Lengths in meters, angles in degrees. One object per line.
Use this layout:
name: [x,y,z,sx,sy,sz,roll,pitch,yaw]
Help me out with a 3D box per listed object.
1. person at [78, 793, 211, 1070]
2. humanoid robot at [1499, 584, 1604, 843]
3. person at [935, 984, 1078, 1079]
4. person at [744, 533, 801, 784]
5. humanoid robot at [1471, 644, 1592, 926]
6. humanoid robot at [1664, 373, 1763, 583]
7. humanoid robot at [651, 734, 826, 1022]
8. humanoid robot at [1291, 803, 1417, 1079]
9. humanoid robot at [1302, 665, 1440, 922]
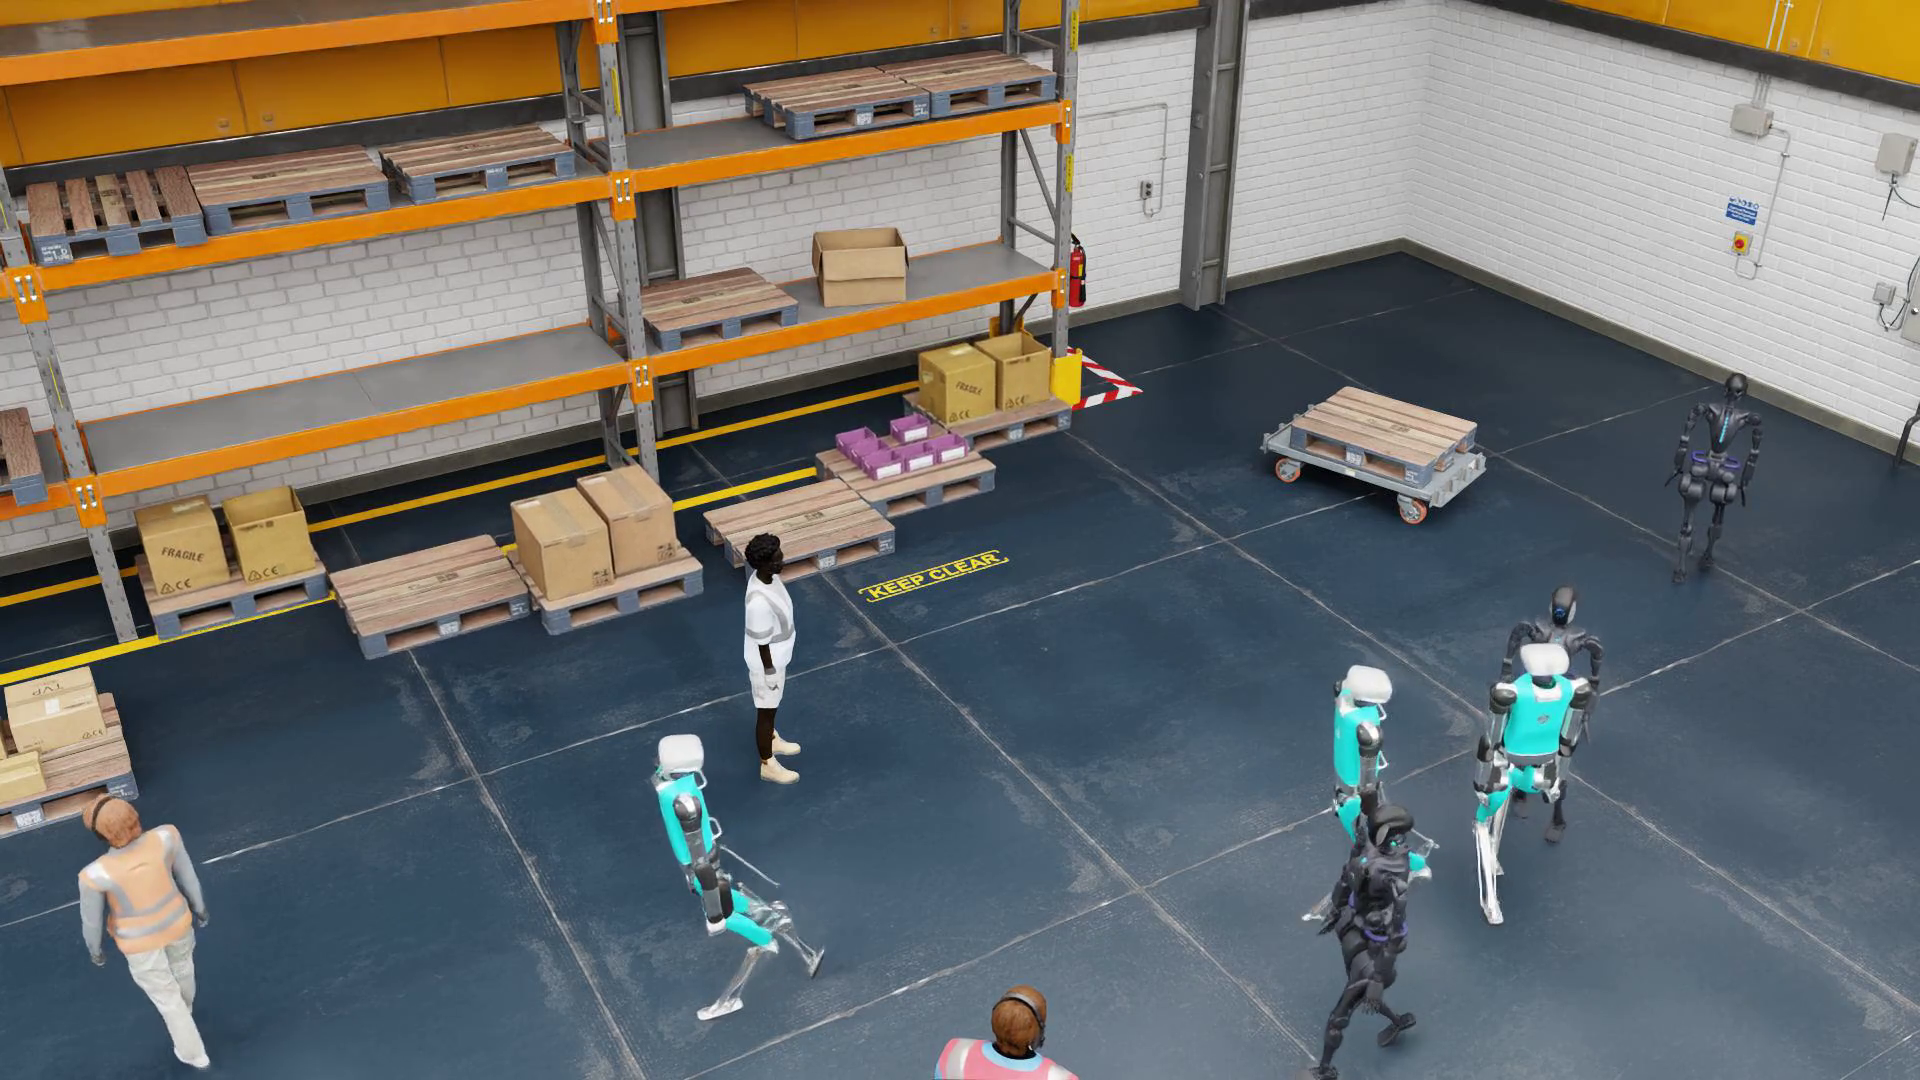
person: [-4.061,1.897,8.232,0.673,1.612,0.542,21,35,32]
humanoid robot: [3.445,0.998,9.793,0.600,1.638,0.552,13,32,22]
person: [0.212,2.564,6.854,0.628,1.836,0.431,11,31,18]
person: [-1.167,0.713,10.260,0.319,1.696,0.531,-1,29,-1]
humanoid robot: [3.063,1.249,9.271,0.545,1.773,0.883,-2,30,-3]
humanoid robot: [5.609,-0.496,12.434,0.588,1.642,0.554,13,32,21]
humanoid robot: [-1.044,1.704,8.501,0.922,1.800,0.557,-12,31,-20]
humanoid robot: [2.010,1.957,8.122,0.731,1.638,0.602,-6,30,-10]
humanoid robot: [2.273,1.458,8.921,0.784,1.800,0.530,-3,30,-4]
